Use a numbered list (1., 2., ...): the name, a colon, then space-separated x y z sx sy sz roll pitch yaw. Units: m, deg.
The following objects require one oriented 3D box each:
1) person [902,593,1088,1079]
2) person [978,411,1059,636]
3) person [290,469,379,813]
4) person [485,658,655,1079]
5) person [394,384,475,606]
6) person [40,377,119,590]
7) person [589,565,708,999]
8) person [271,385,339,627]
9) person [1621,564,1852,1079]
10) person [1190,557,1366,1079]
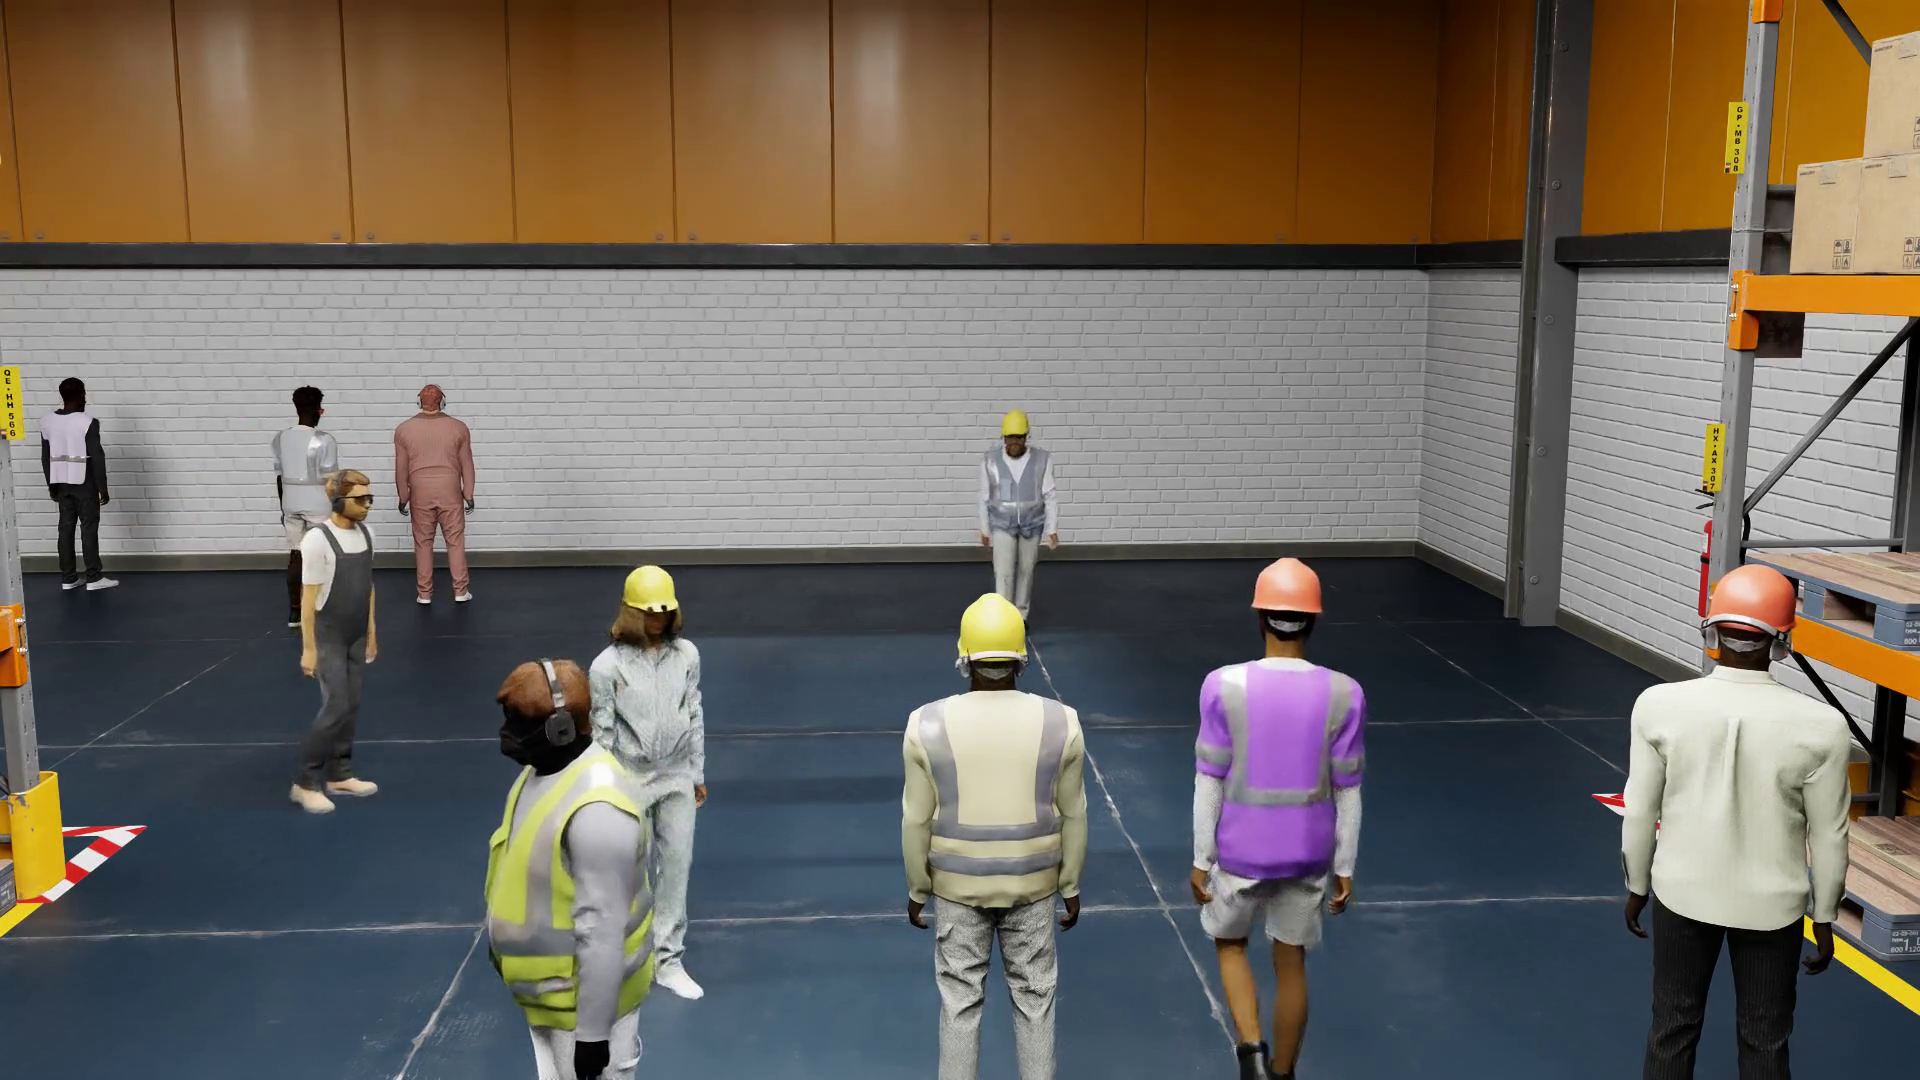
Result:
1. person: 0.110 1.077 5.335 0.592 1.837 0.404 0 9 -3
2. person: 0.452 -0.090 12.787 0.611 1.782 0.907 0 9 -2
3. person: -3.304 0.524 8.867 0.428 1.824 0.524 3 9 17
4. person: -1.053 1.216 4.499 0.432 1.835 0.621 -5 10 -29
5. person: -4.510 -0.389 14.324 0.649 1.906 0.401 -3 9 -16
6. person: -7.961 -0.500 14.982 0.598 1.917 0.375 2 9 12
7. person: -1.268 0.934 6.606 0.488 1.722 0.590 -8 12 -43
8. person: -5.217 -0.261 13.358 0.607 1.958 0.372 3 10 19
9. person: 2.291 1.059 4.952 0.613 1.994 0.381 5 10 30
10. person: 1.035 1.016 5.454 0.556 1.917 0.470 0 9 1
